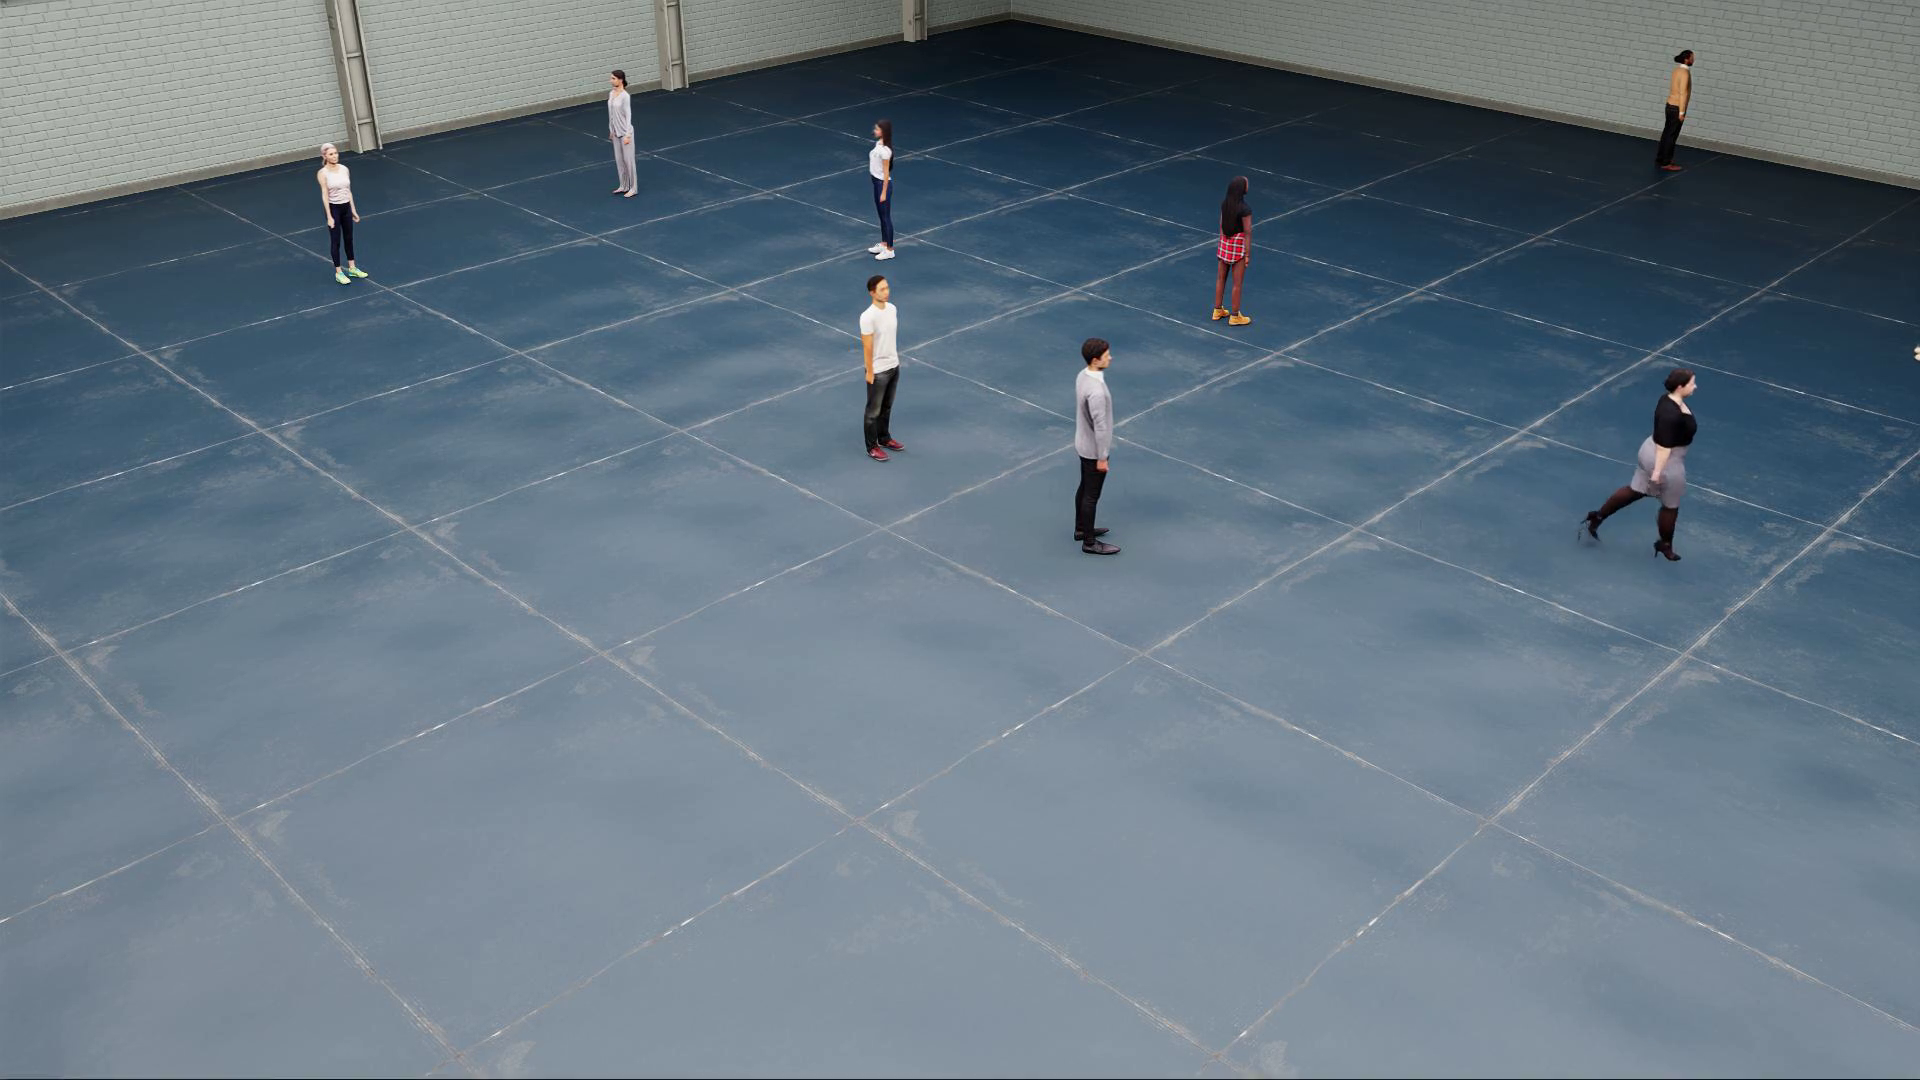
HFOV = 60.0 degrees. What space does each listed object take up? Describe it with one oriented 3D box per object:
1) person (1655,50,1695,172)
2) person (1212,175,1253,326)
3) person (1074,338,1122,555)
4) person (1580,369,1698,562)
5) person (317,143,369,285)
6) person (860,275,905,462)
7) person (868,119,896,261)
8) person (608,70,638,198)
[{"bbox_3d":[10.759,-6.471,24.985,0.815,1.754,0.742,2,28,4],"label":"person"},{"bbox_3d":[3.151,-3.342,19.139,0.623,1.728,0.630,-20,34,-33],"label":"person"},{"bbox_3d":[1.127,-0.818,14.192,0.859,1.923,0.838,-4,28,-8],"label":"person"},{"bbox_3d":[5.821,-0.651,14.085,1.057,1.729,1.125,7,29,13],"label":"person"},{"bbox_3d":[-7.653,-4.041,20.478,0.707,1.702,0.551,15,32,27],"label":"person"},{"bbox_3d":[-0.764,-1.670,15.918,0.747,1.804,0.555,16,32,27],"label":"person"},{"bbox_3d":[-0.978,-4.487,21.238,0.670,1.775,0.665,-8,29,-14],"label":"person"},{"bbox_3d":[-4.814,-5.816,23.736,0.585,1.774,0.535,23,36,37],"label":"person"}]
